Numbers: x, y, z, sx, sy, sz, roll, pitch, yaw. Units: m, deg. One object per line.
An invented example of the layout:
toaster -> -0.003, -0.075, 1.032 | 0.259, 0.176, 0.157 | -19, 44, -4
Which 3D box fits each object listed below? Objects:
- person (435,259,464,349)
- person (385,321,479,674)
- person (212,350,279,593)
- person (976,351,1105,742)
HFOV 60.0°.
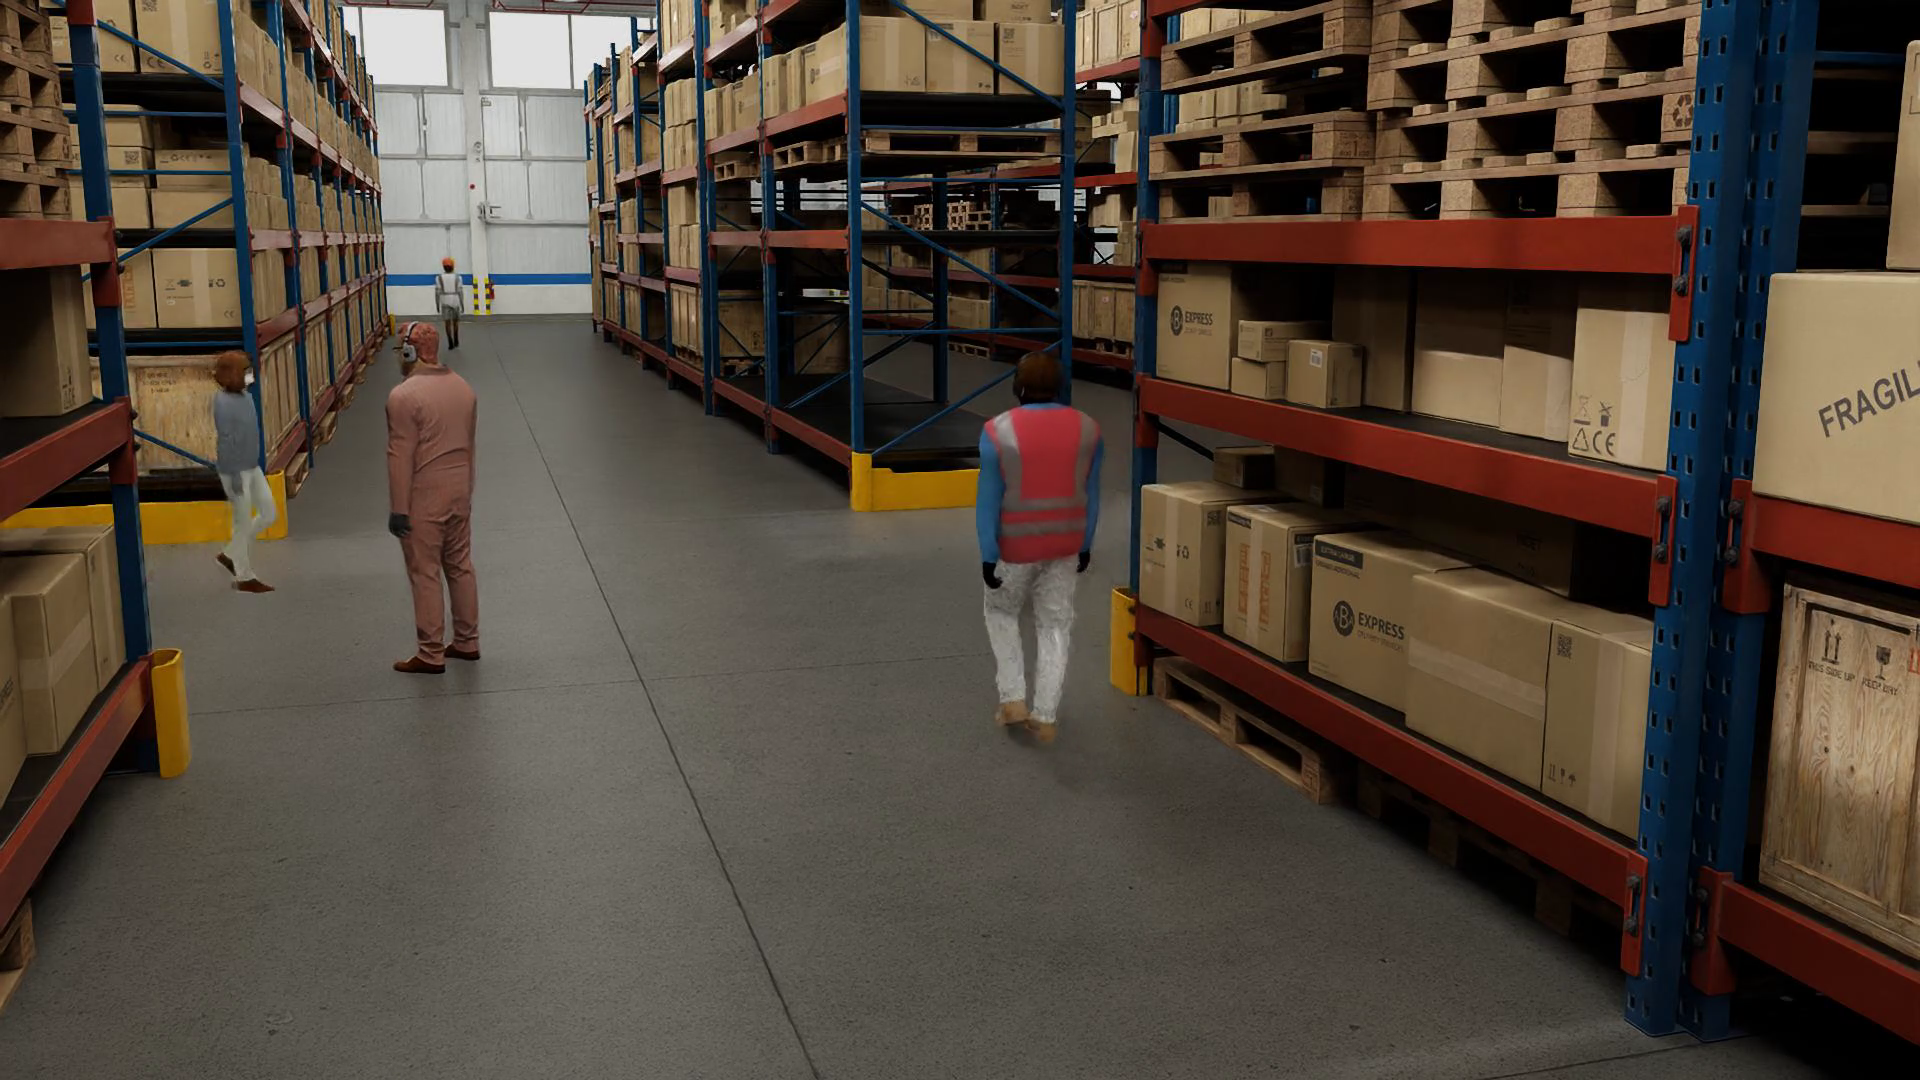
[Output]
person -> -10.790, -4.990, 35.160 | 0.565, 1.883, 0.985 | -3, 11, -17
person -> -2.886, -0.231, 9.043 | 0.398, 1.899, 0.647 | 4, 11, 20
person -> -4.723, -0.442, 10.944 | 0.384, 1.619, 0.507 | 0, 10, 3
person -> 0.353, 0.029, 7.801 | 0.642, 1.823, 0.494 | -3, 11, -15
